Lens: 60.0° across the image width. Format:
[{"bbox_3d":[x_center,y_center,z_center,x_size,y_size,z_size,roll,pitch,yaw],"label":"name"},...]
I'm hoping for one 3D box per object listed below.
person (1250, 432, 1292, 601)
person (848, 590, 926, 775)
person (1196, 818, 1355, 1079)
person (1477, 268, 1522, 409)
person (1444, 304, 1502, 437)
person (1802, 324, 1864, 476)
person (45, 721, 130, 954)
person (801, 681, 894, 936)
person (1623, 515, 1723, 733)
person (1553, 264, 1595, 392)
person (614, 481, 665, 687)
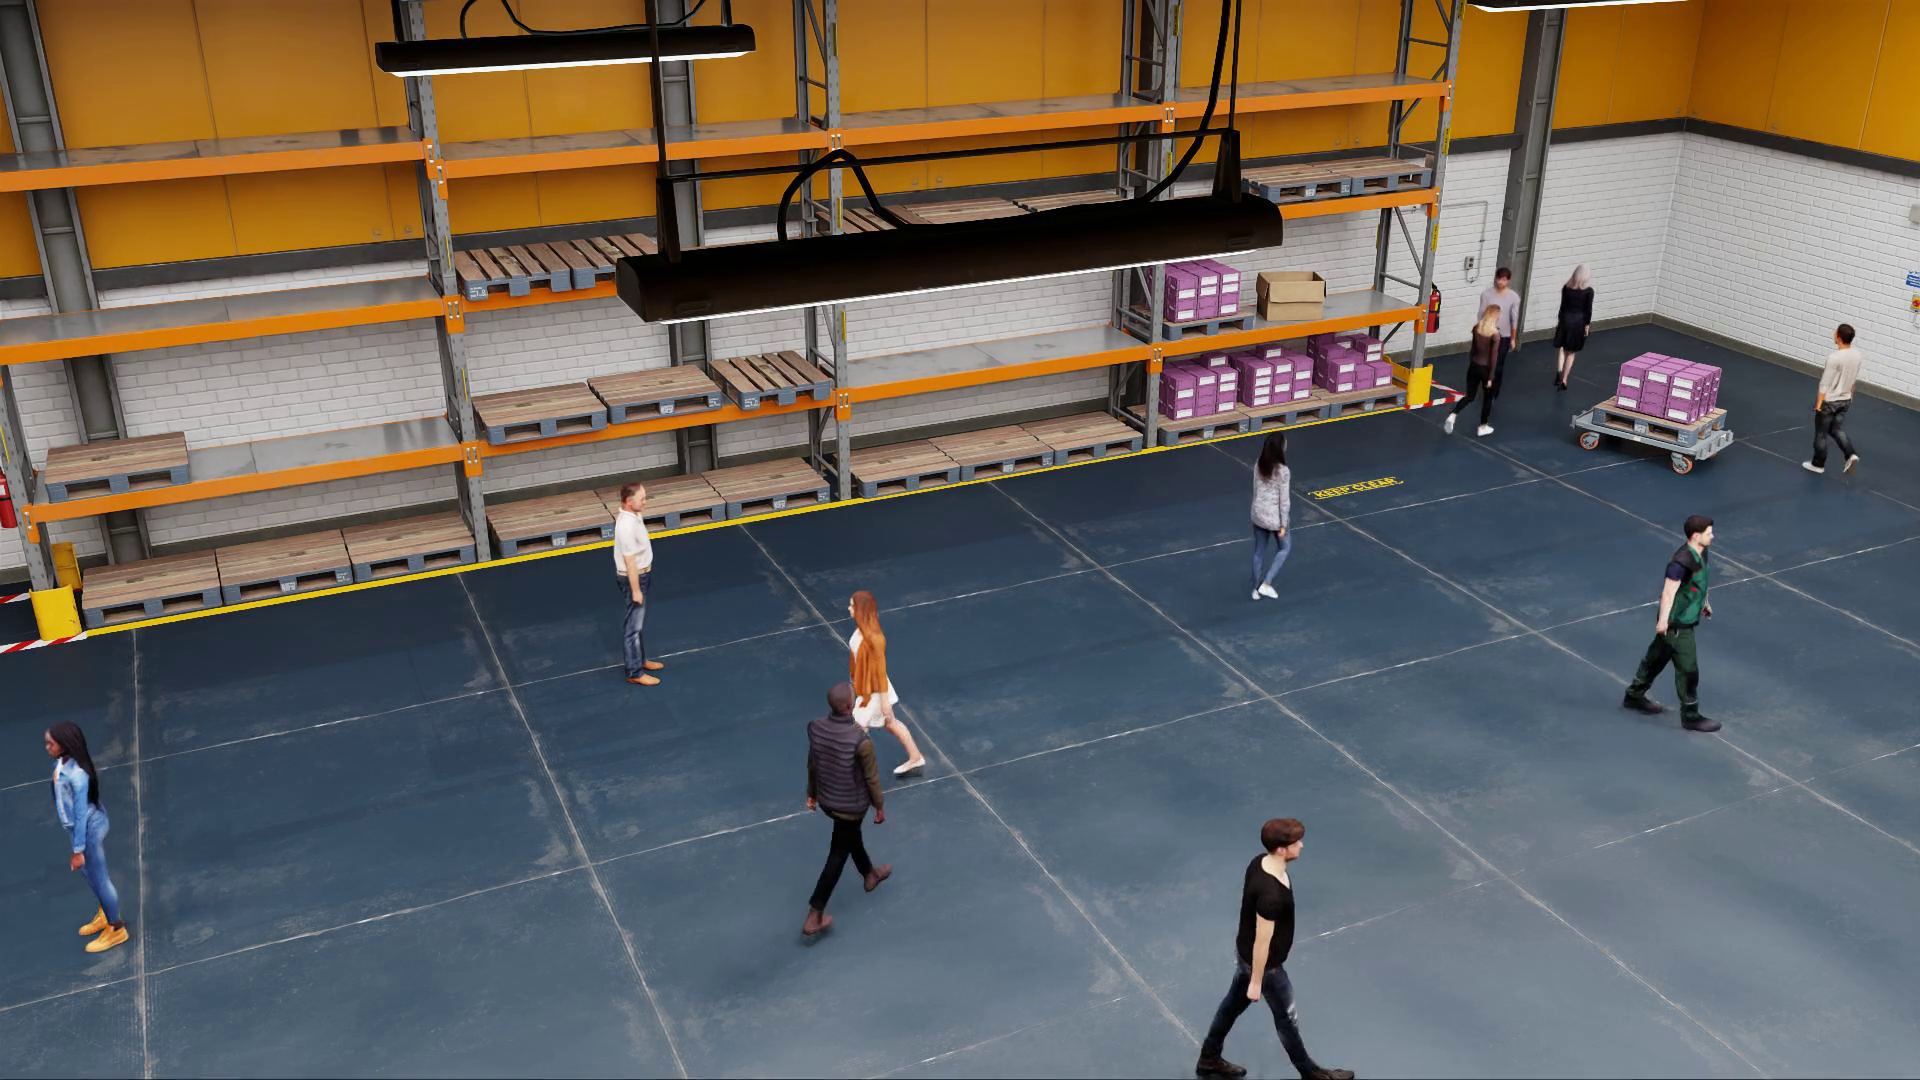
[{"bbox_3d":[2.910,-0.199,15.993,0.712,1.722,0.698,-20,31,-38],"label":"person"},{"bbox_3d":[-0.590,1.167,12.929,1.187,1.673,0.786,-6,24,-13],"label":"person"},{"bbox_3d":[1.671,2.454,9.758,1.270,1.854,1.066,2,24,4],"label":"person"},{"bbox_3d":[6.932,-2.637,21.441,0.954,1.826,1.048,12,26,25],"label":"person"},{"bbox_3d":[6.276,-2.028,20.229,1.029,1.680,0.687,-13,27,-28],"label":"person"},{"bbox_3d":[10.082,-1.563,19.024,0.862,1.794,0.766,-7,25,-16],"label":"person"},{"bbox_3d":[-5.784,1.944,11.107,0.606,1.709,0.666,-15,28,-31],"label":"person"},{"bbox_3d":[-0.842,1.837,11.251,1.071,1.789,1.316,17,29,34],"label":"person"},{"bbox_3d":[5.895,0.643,13.889,1.087,1.864,1.115,14,27,28],"label":"person"},{"bbox_3d":[8.009,-2.753,21.825,0.798,1.731,0.871,15,28,31],"label":"person"},{"bbox_3d":[-2.872,0.353,14.570,0.717,1.850,0.742,-1,24,-1],"label":"person"}]
